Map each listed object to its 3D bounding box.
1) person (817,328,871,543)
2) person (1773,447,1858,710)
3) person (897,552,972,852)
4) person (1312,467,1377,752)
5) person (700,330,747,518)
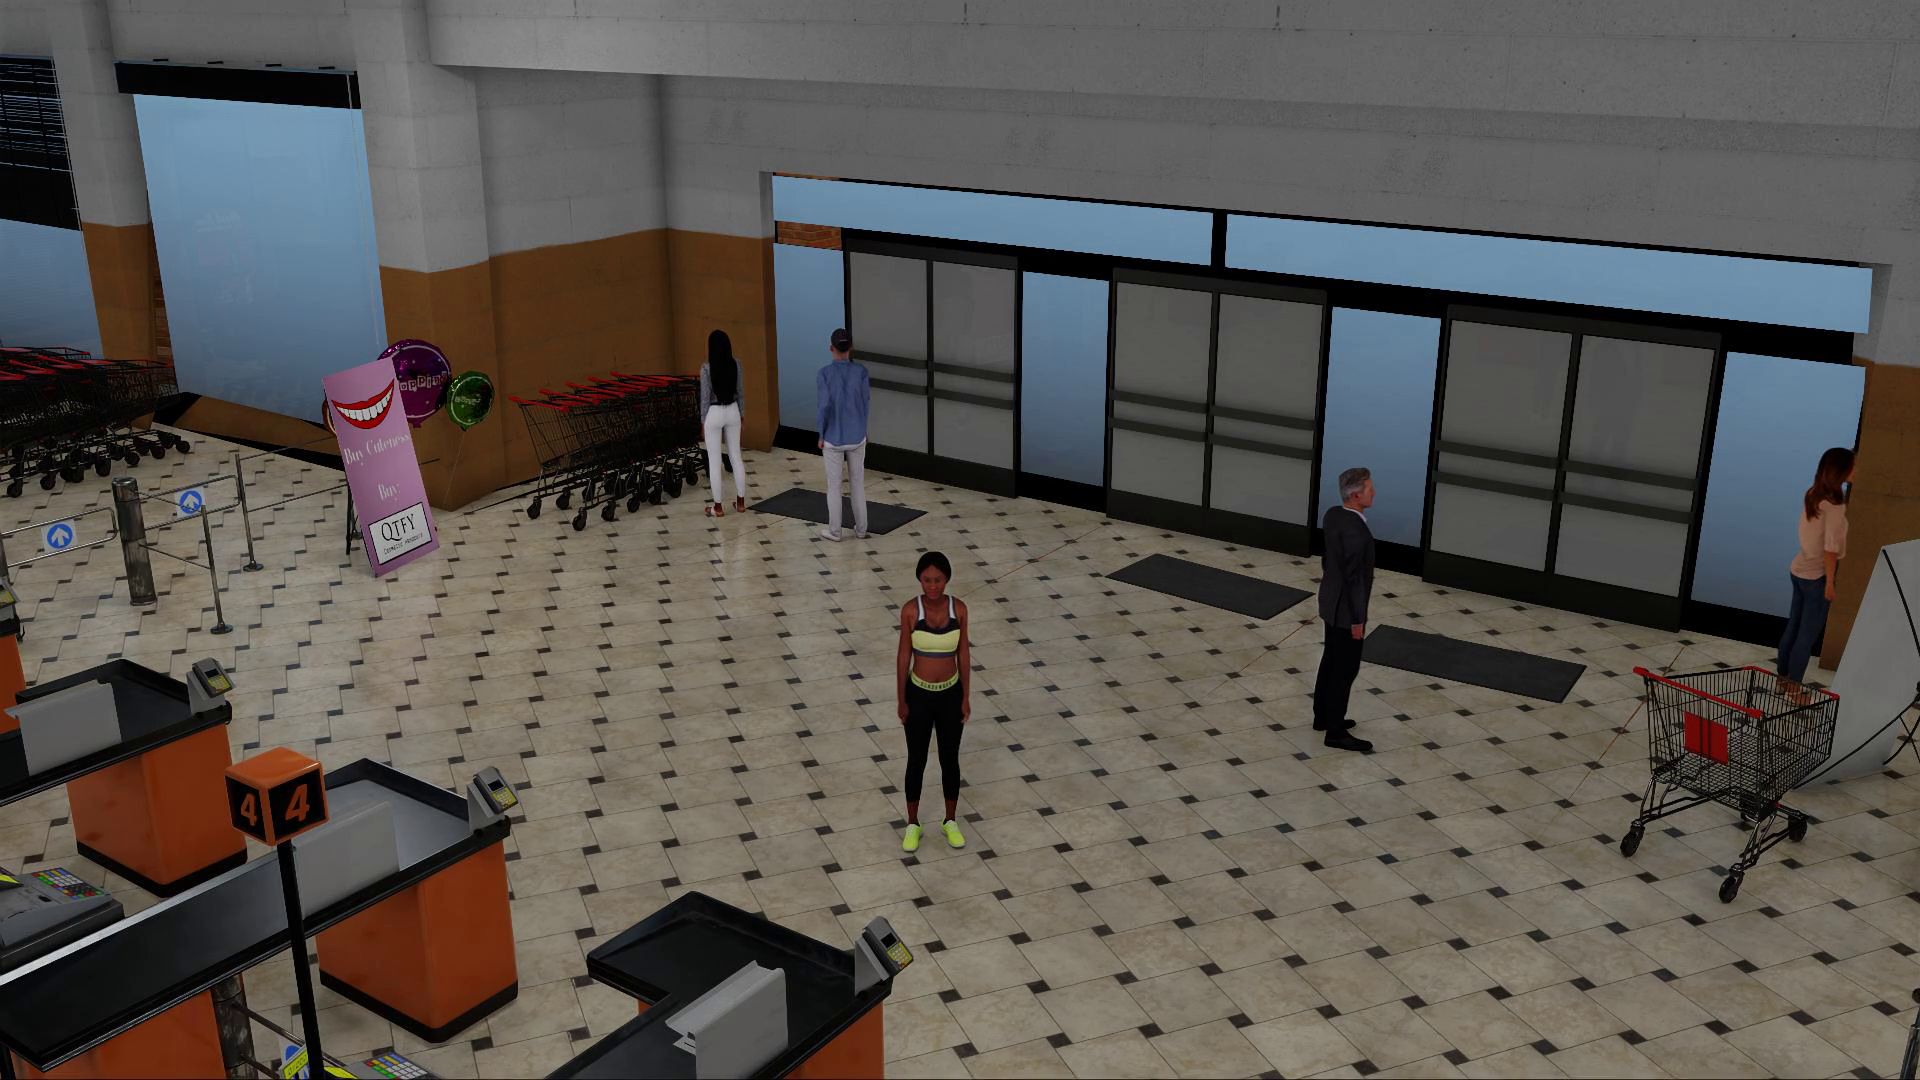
[{"bbox_3d":[-1.011,-0.913,14.451,0.688,1.888,0.801,-8,20,-23],"label":"person"},{"bbox_3d":[5.735,0.239,11.185,0.727,1.792,0.611,2,19,7],"label":"person"},{"bbox_3d":[-0.147,0.891,9.308,0.641,1.755,0.696,-3,19,-8],"label":"person"},{"bbox_3d":[2.463,0.411,10.597,0.869,1.840,0.777,-1,19,-4],"label":"person"},{"bbox_3d":[-2.172,-1.077,15.192,0.582,1.725,0.728,-12,22,-31],"label":"person"}]
